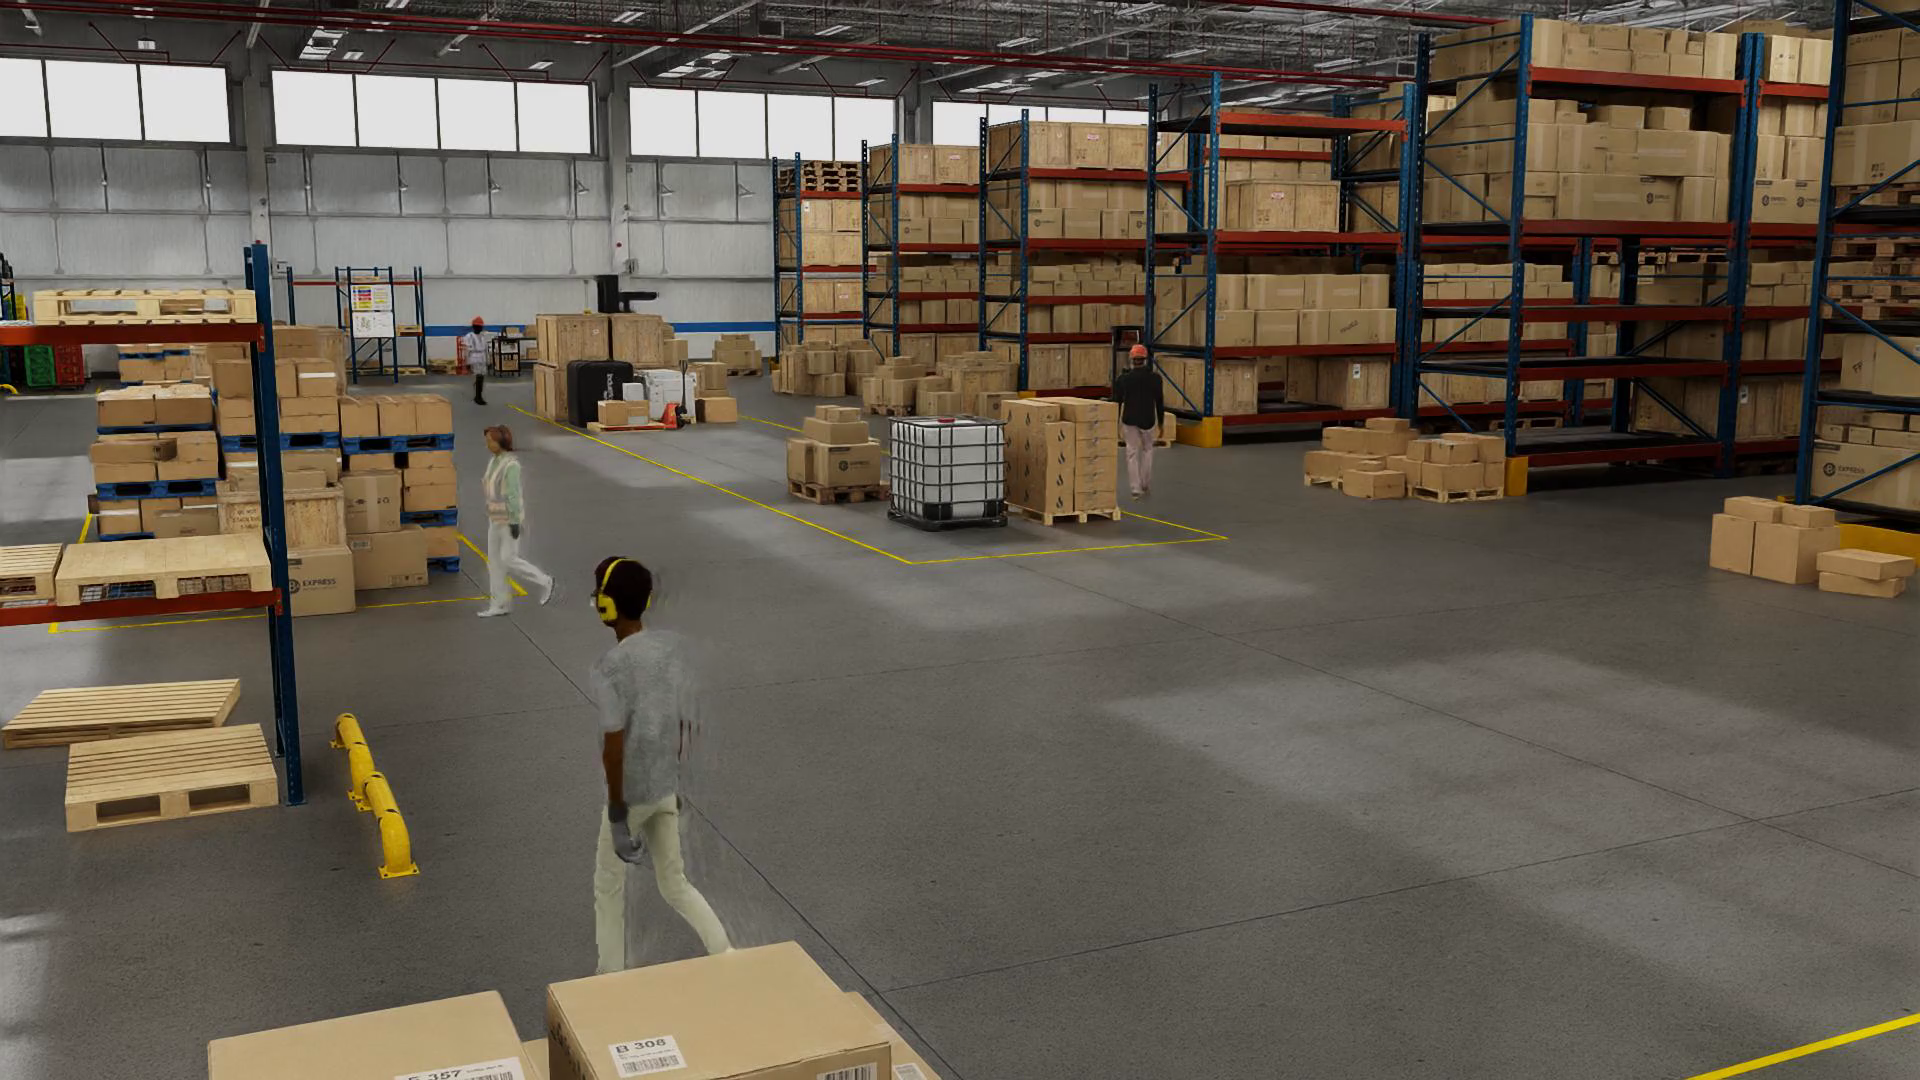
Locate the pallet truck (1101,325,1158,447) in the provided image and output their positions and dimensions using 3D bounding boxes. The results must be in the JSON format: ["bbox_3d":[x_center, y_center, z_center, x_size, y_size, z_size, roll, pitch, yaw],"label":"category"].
[{"bbox_3d":[2.881,-2.596,27.923,0.823,1.965,1.885,-1,9,-7],"label":"pallet truck"}]

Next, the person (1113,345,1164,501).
[{"bbox_3d":[2.277,-1.514,21.328,0.652,1.951,0.962,0,9,3],"label":"person"}]

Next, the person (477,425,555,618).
[{"bbox_3d":[-3.763,-0.162,13.971,0.576,1.619,0.524,-7,12,-37],"label":"person"}]

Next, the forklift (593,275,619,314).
[{"bbox_3d":[-8.103,-4.709,38.303,1.873,2.768,1.129,-4,10,-25],"label":"forklift"}]

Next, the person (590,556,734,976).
[{"bbox_3d":[-1.156,0.970,6.309,0.824,1.843,0.523,6,11,35],"label":"person"}]

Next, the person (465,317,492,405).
[{"bbox_3d":[-10.393,-3.869,36.061,0.556,1.918,0.570,5,11,30],"label":"person"}]
